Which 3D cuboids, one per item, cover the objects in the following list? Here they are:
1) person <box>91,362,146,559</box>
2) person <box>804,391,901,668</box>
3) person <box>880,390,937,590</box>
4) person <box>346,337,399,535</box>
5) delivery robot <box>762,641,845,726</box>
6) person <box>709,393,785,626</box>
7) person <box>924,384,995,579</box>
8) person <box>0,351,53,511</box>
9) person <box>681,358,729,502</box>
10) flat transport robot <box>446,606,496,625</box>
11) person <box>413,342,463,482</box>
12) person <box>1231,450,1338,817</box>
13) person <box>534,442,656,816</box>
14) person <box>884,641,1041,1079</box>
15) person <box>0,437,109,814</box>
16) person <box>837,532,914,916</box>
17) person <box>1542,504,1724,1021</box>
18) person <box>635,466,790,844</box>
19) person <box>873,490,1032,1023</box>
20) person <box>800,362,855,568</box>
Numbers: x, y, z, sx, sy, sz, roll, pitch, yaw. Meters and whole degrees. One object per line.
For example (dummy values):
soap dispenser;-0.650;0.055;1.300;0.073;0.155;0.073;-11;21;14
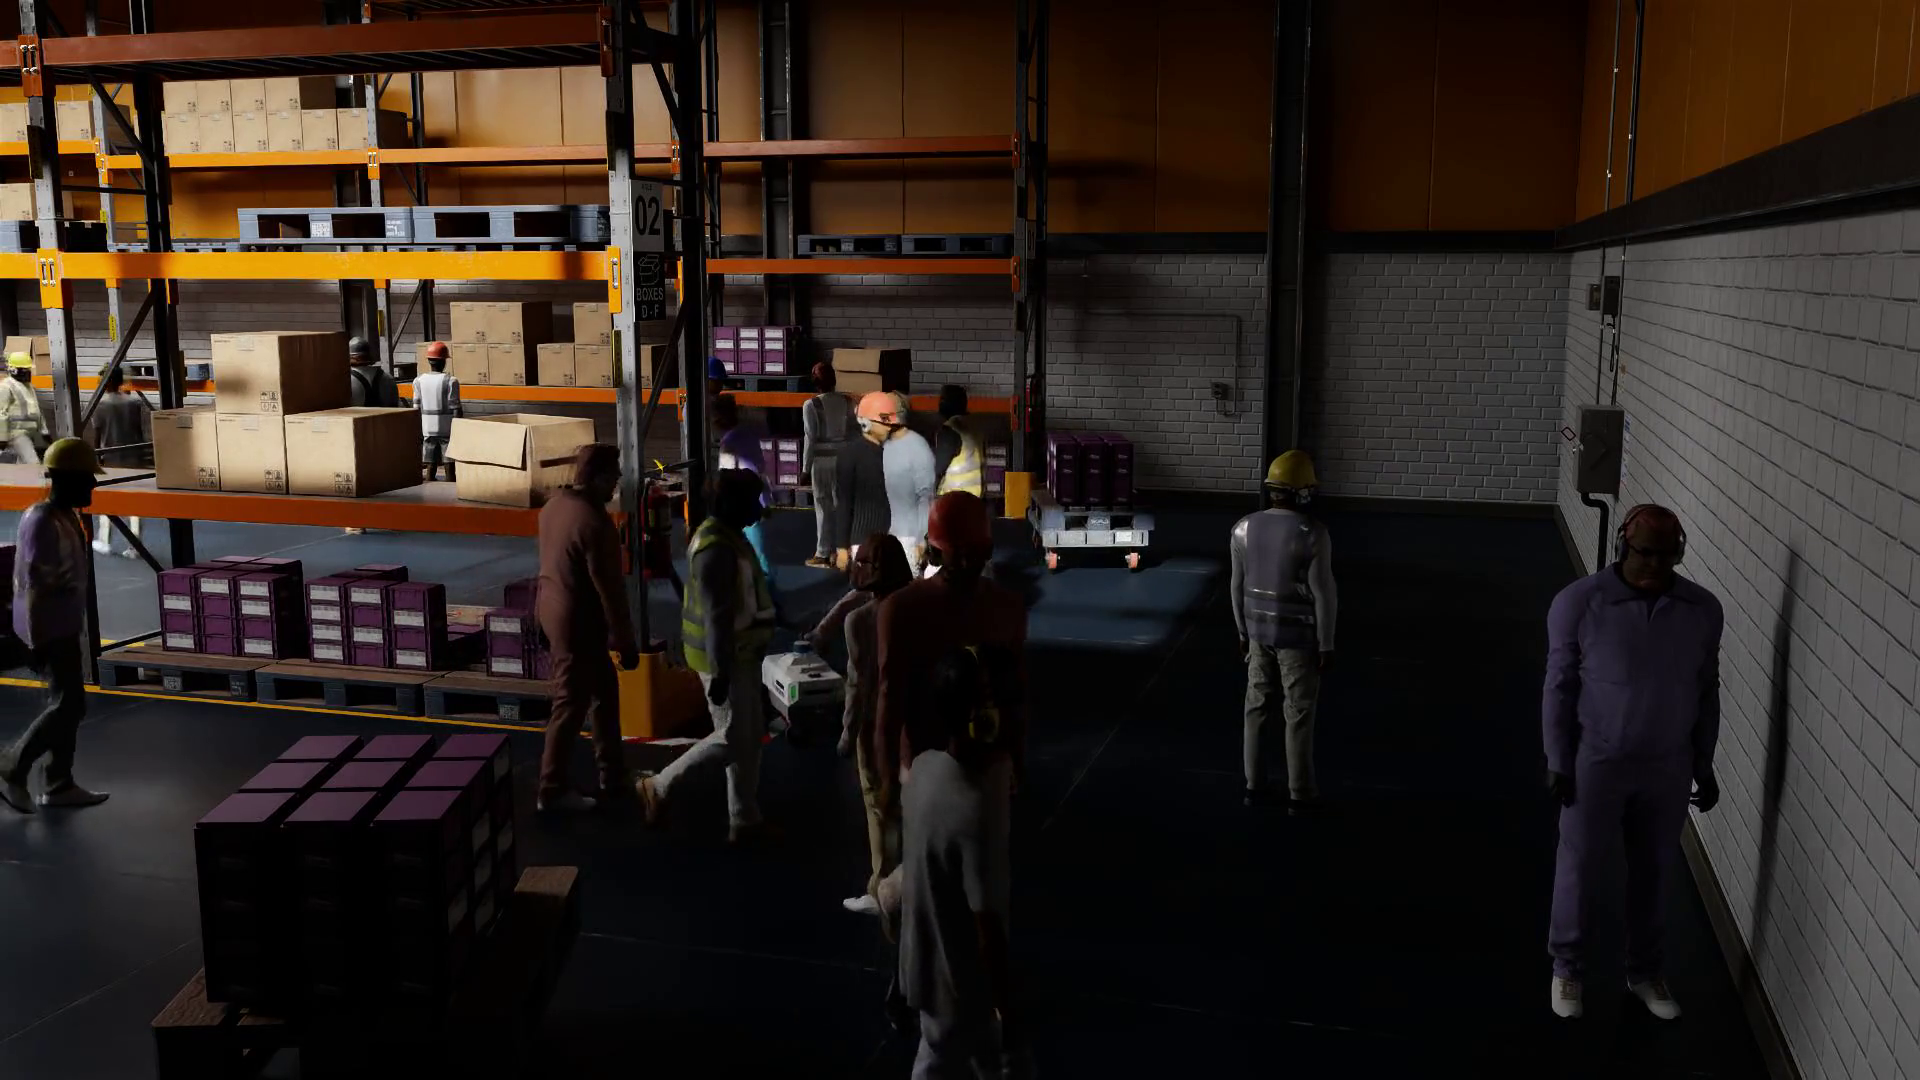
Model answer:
person;-8.030;-0.763;15.805;0.865;1.837;0.547;9;13;42
person;-0.663;-0.028;11.057;0.978;1.949;0.623;5;11;30
person;-0.399;-0.028;11.048;0.356;1.936;0.635;-7;11;-35
person;-6.166;-1.085;17.176;0.535;2.000;0.686;9;13;43
delivery robot;-0.918;0.833;9.719;0.477;0.478;0.707;-3;10;-20
person;-1.758;-0.224;12.705;0.933;1.784;0.648;2;9;11
person;-0.072;-0.362;13.529;0.944;1.788;0.633;3;10;17
person;-10.450;-1.203;18.580;0.457;1.811;0.614;-1;9;-5
person;-2.191;-0.637;14.728;0.384;1.949;0.605;6;11;33
flat transport robot;-3.645;0.636;12.069;1.431;0.197;0.652;3;10;15
person;-5.625;-1.175;18.036;0.552;1.937;0.359;2;10;12
person;1.645;0.464;8.362;0.586;1.835;0.403;9;13;44
person;-1.803;0.439;8.383;0.804;1.870;0.660;-6;11;-32
person;0.031;1.152;4.222;1.007;1.820;0.543;-2;10;-14
person;-4.548;0.435;8.351;0.586;1.896;0.619;-3;10;-15
person;-0.318;0.777;7.063;0.278;1.634;0.499;8;12;40
person;2.447;0.811;6.053;0.640;1.902;0.407;0;9;2
person;-1.162;0.561;7.823;0.624;1.820;0.649;0;9;0
person;-0.057;0.767;6.104;0.639;1.970;0.728;-5;10;-26
person;-1.212;-0.685;15.209;0.573;1.887;0.355;-9;13;-43
